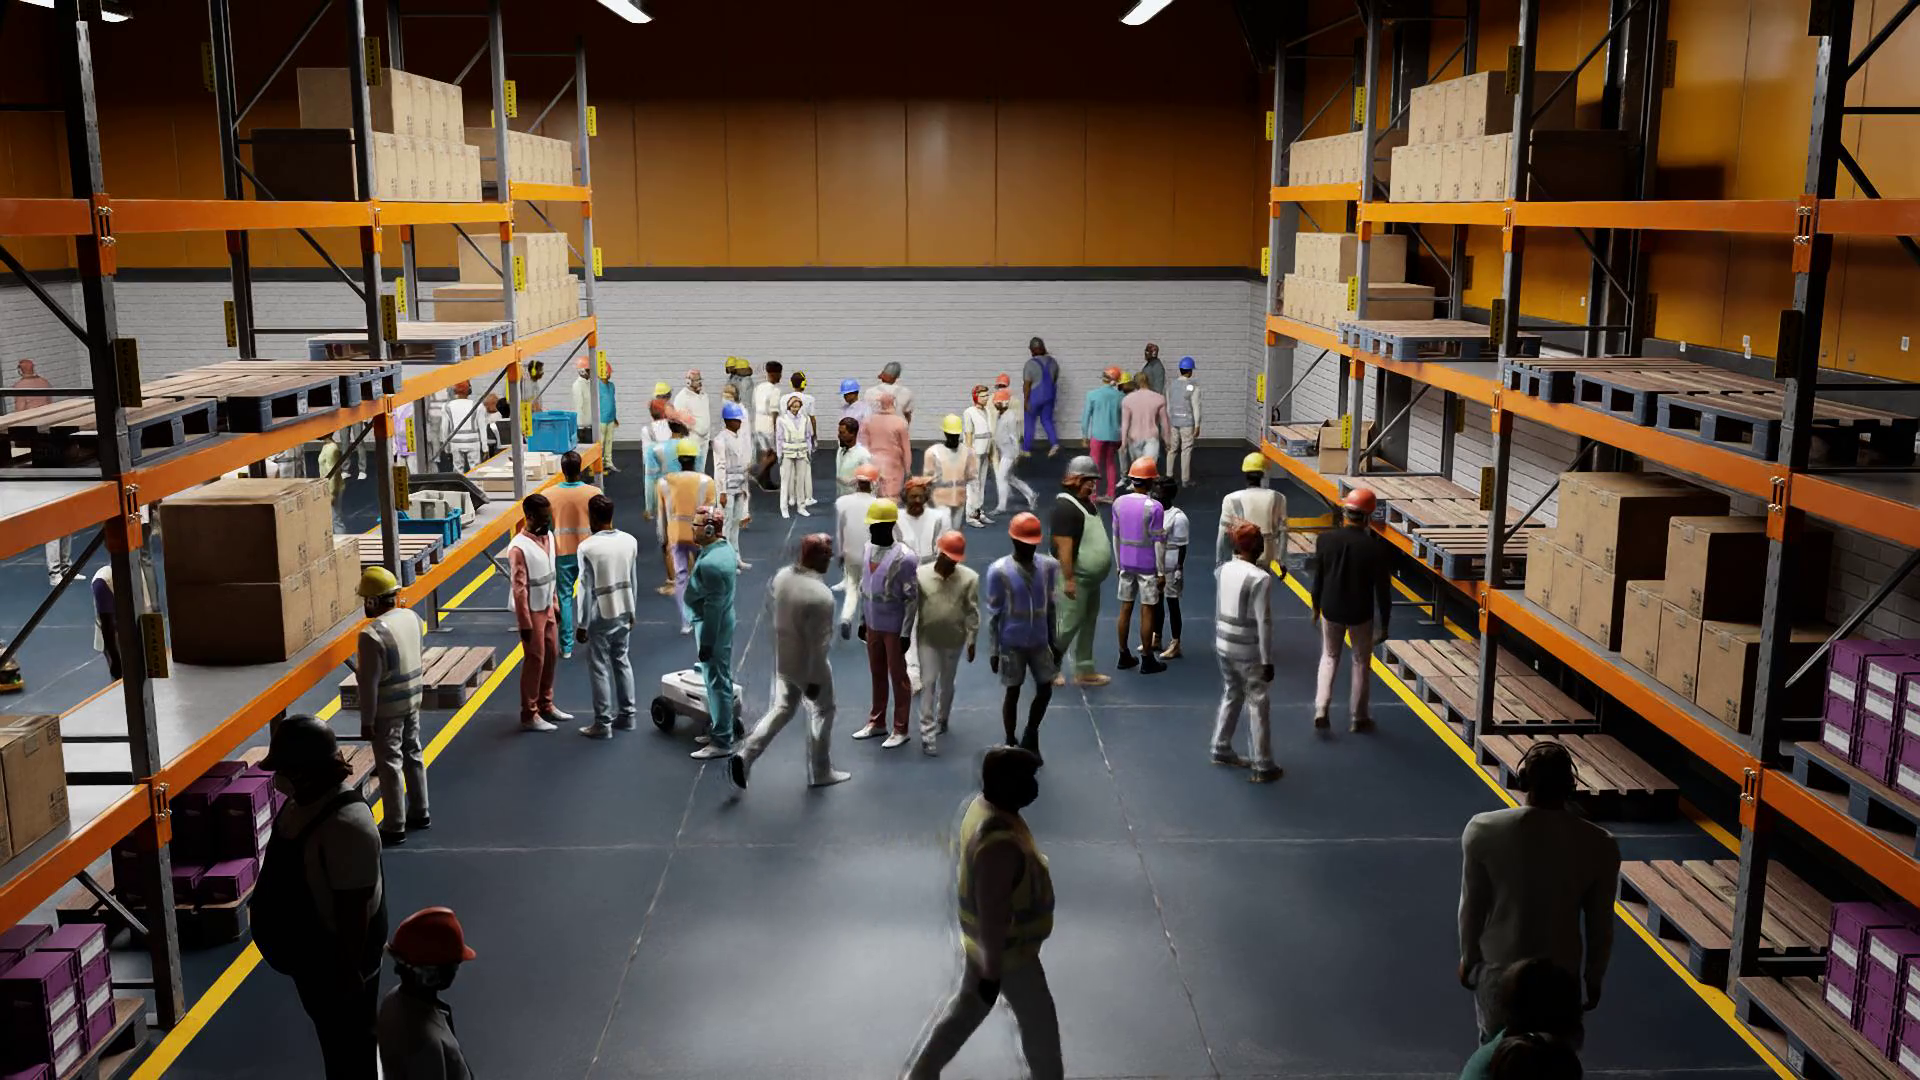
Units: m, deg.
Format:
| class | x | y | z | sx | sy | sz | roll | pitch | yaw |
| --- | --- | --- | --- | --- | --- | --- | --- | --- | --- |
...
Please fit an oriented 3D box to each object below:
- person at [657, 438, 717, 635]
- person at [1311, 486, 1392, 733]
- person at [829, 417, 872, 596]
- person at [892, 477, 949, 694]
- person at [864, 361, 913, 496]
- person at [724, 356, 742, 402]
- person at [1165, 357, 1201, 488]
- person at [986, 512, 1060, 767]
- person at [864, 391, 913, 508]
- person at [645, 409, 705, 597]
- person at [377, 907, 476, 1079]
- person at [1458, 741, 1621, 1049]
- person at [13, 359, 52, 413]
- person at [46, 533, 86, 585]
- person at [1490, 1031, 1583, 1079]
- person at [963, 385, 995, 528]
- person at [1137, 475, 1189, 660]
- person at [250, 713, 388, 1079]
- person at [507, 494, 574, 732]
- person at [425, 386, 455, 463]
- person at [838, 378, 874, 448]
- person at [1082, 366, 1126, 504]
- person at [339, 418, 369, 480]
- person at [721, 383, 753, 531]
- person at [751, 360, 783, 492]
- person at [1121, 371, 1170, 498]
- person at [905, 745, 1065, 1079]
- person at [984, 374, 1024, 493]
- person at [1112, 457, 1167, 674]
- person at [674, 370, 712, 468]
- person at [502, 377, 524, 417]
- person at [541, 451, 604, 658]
| class | x | y | z | sx | sy | sz | roll | pitch | yaw |
| --- | --- | --- | --- | --- | --- | --- | --- | --- | --- |
| person | -2.635 | -0.043 | 16.201 | 0.587 | 1.909 | 0.576 | 0 | 11 | 0 |
| person | 3.057 | 0.557 | 12.986 | 0.660 | 1.980 | 0.571 | 8 | 14 | 34 |
| person | -1.142 | -0.361 | 17.763 | 0.388 | 1.919 | 0.595 | -7 | 13 | -32 |
| person | -0.360 | 0.369 | 14.334 | 0.583 | 1.829 | 1.025 | -3 | 12 | -13 |
| person | -1.033 | -1.523 | 23.271 | 0.709 | 2.000 | 0.541 | -3 | 12 | -15 |
| person | -3.666 | -2.112 | 27.003 | 0.321 | 1.737 | 0.488 | -7 | 13 | -30 |
| person | 3.302 | -1.732 | 24.588 | 0.612 | 1.941 | 0.404 | 10 | 15 | 42 |
| person | 0.471 | 0.740 | 12.198 | 0.582 | 1.926 | 0.372 | -4 | 12 | -20 |
| person | -0.925 | -0.893 | 20.555 | 0.642 | 1.867 | 0.785 | 9 | 14 | 38 |
| person | -2.999 | -0.368 | 17.605 | 0.647 | 2.001 | 0.442 | -6 | 13 | -28 |
| person | -1.822 | 2.114 | 5.794 | 0.347 | 1.739 | 0.565 | -5 | 12 | -25 |
| person | 2.402 | 1.784 | 6.984 | 0.623 | 1.932 | 0.367 | 3 | 12 | 15 |
| person | -13.715 | -1.717 | 24.598 | 0.399 | 1.902 | 0.642 | 3 | 12 | 17 |
| person | -9.876 | -0.377 | 18.273 | 0.319 | 1.742 | 0.492 | 0 | 11 | 0 |
| person | 1.562 | 2.272 | 4.791 | 0.431 | 1.831 | 0.643 | -2 | 12 | -12 |
| person | 0.228 | -1.092 | 21.598 | 0.389 | 1.847 | 0.567 | 6 | 13 | 27 |
| person | 1.869 | 0.244 | 15.273 | 0.315 | 1.696 | 0.541 | -8 | 14 | -33 |
| person | -2.729 | 1.703 | 7.094 | 0.536 | 2.000 | 0.683 | -9 | 14 | -39 |
| person | -3.351 | 0.569 | 13.130 | 0.404 | 1.906 | 0.598 | 2 | 11 | 11 |
| person | -8.415 | -2.041 | 26.893 | 0.548 | 1.619 | 0.480 | -9 | 14 | -38 |
| person | -1.375 | -1.147 | 21.670 | 0.415 | 1.934 | 0.612 | -11 | 16 | -44 |
| person | 1.999 | -1.437 | 23.085 | 0.629 | 1.944 | 0.476 | -3 | 12 | -14 |
| person | -9.281 | -1.869 | 25.289 | 0.594 | 1.926 | 0.366 | 1 | 11 | 3 |
| person | -2.874 | -1.048 | 21.182 | 0.442 | 1.924 | 0.639 | -2 | 11 | -9 |
| person | -2.786 | -1.630 | 24.043 | 0.525 | 1.943 | 0.634 | -9 | 14 | -37 |
| person | 2.539 | -1.377 | 22.968 | 0.668 | 1.882 | 0.999 | 3 | 12 | 13 |
| person | 0.148 | 1.766 | 7.388 | 0.939 | 1.805 | 0.637 | -1 | 11 | -4 |
| person | 0.648 | -1.568 | 24.329 | 0.570 | 1.707 | 0.887 | 4 | 12 | 18 |
| person | 1.608 | 0.222 | 14.779 | 0.545 | 1.938 | 0.359 | 10 | 15 | 40 |
| person | -3.647 | -1.399 | 22.985 | 0.410 | 1.909 | 0.643 | 6 | 13 | 27 |
| person | -6.939 | -1.877 | 26.066 | 0.499 | 1.635 | 0.287 | 6 | 13 | 29 |
| person | -3.526 | 0.134 | 15.260 | 0.591 | 1.922 | 0.390 | -1 | 11 | -6 |
